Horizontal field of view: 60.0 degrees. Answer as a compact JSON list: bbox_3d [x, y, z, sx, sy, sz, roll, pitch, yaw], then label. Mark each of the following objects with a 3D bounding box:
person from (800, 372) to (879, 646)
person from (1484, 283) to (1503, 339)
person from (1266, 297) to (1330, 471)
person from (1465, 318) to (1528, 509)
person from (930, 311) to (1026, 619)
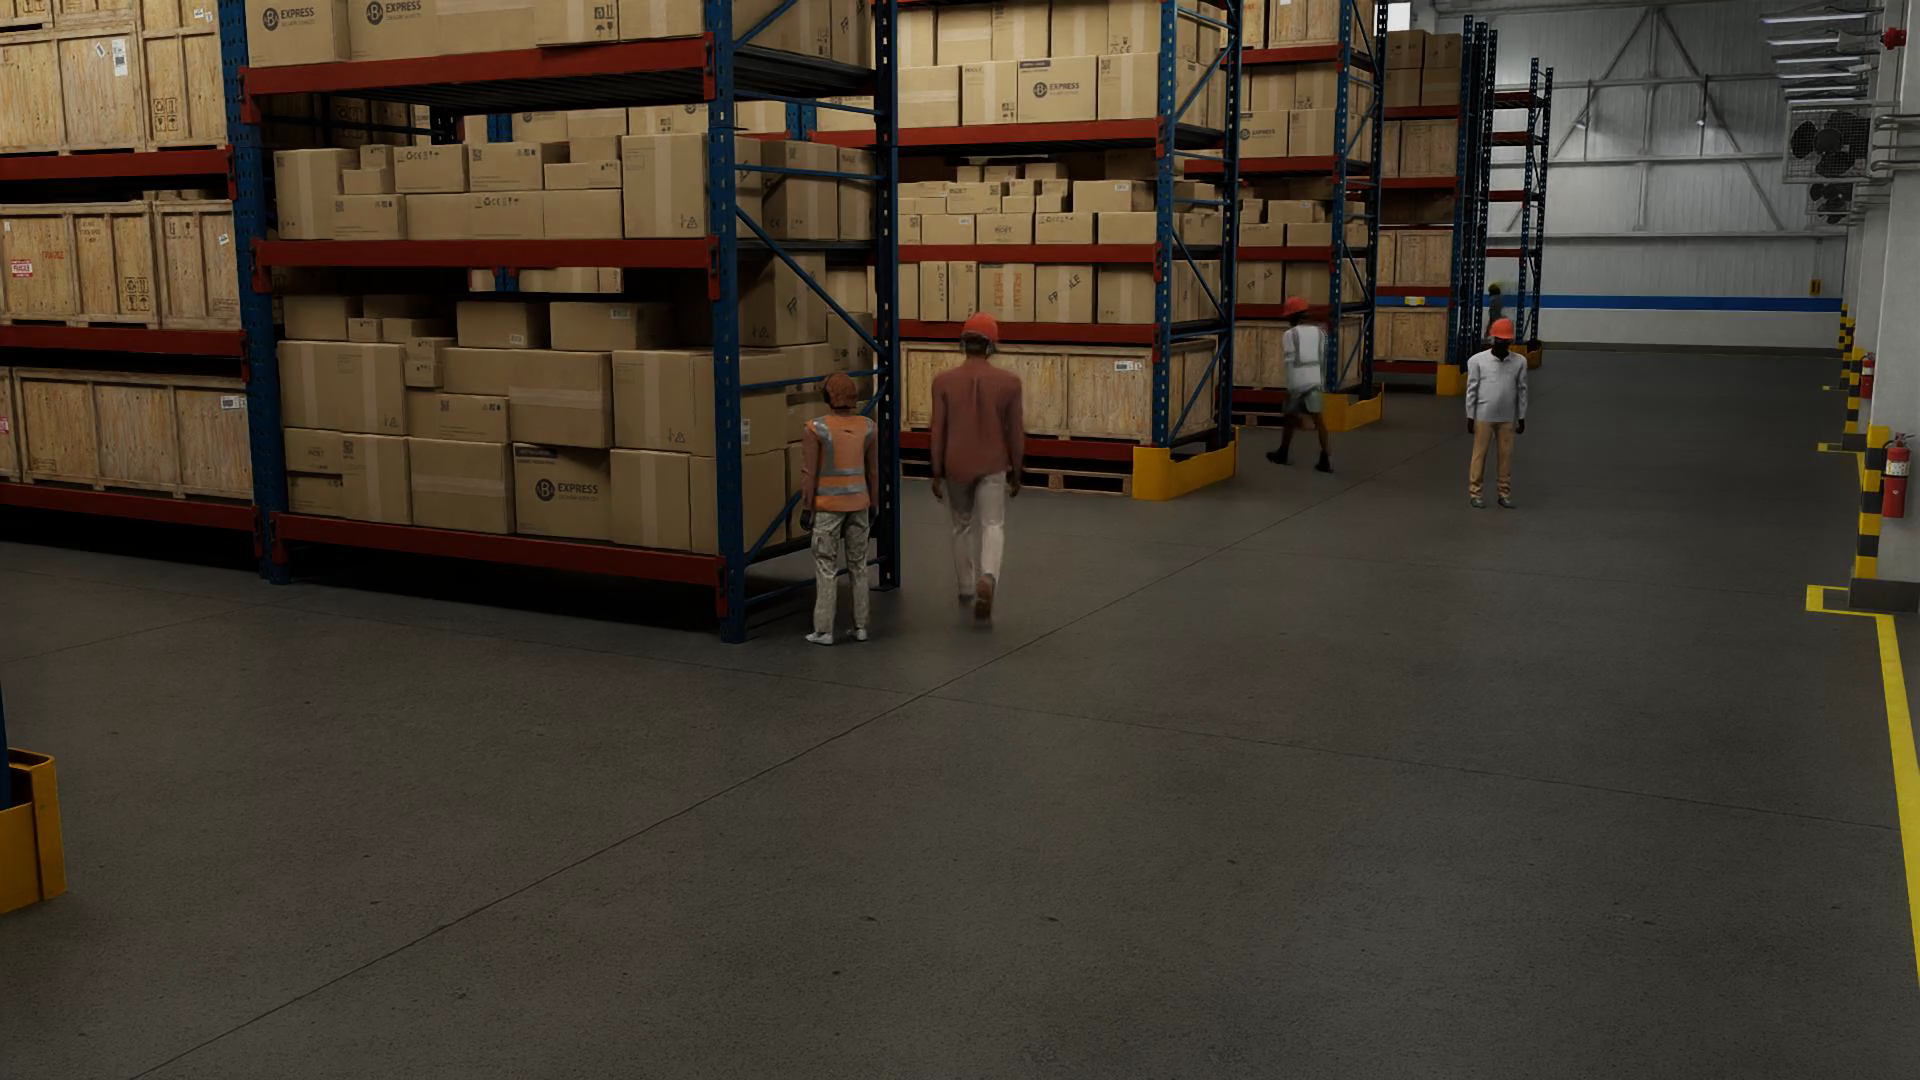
[{"bbox_3d":[-0.709,-0.182,9.915,0.525,1.632,0.312,-7,12,-33],"label":"person"},{"bbox_3d":[11.793,-4.808,36.566,0.494,1.682,0.926,-6,11,-30],"label":"person"},{"bbox_3d":[3.703,-1.686,17.967,0.567,1.865,1.043,-4,10,-20],"label":"person"},{"bbox_3d":[4.898,-1.149,15.184,0.566,1.744,0.350,0,10,0],"label":"person"},{"bbox_3d":[0.110,-0.474,10.658,0.619,1.966,0.854,0,10,2],"label":"person"}]
